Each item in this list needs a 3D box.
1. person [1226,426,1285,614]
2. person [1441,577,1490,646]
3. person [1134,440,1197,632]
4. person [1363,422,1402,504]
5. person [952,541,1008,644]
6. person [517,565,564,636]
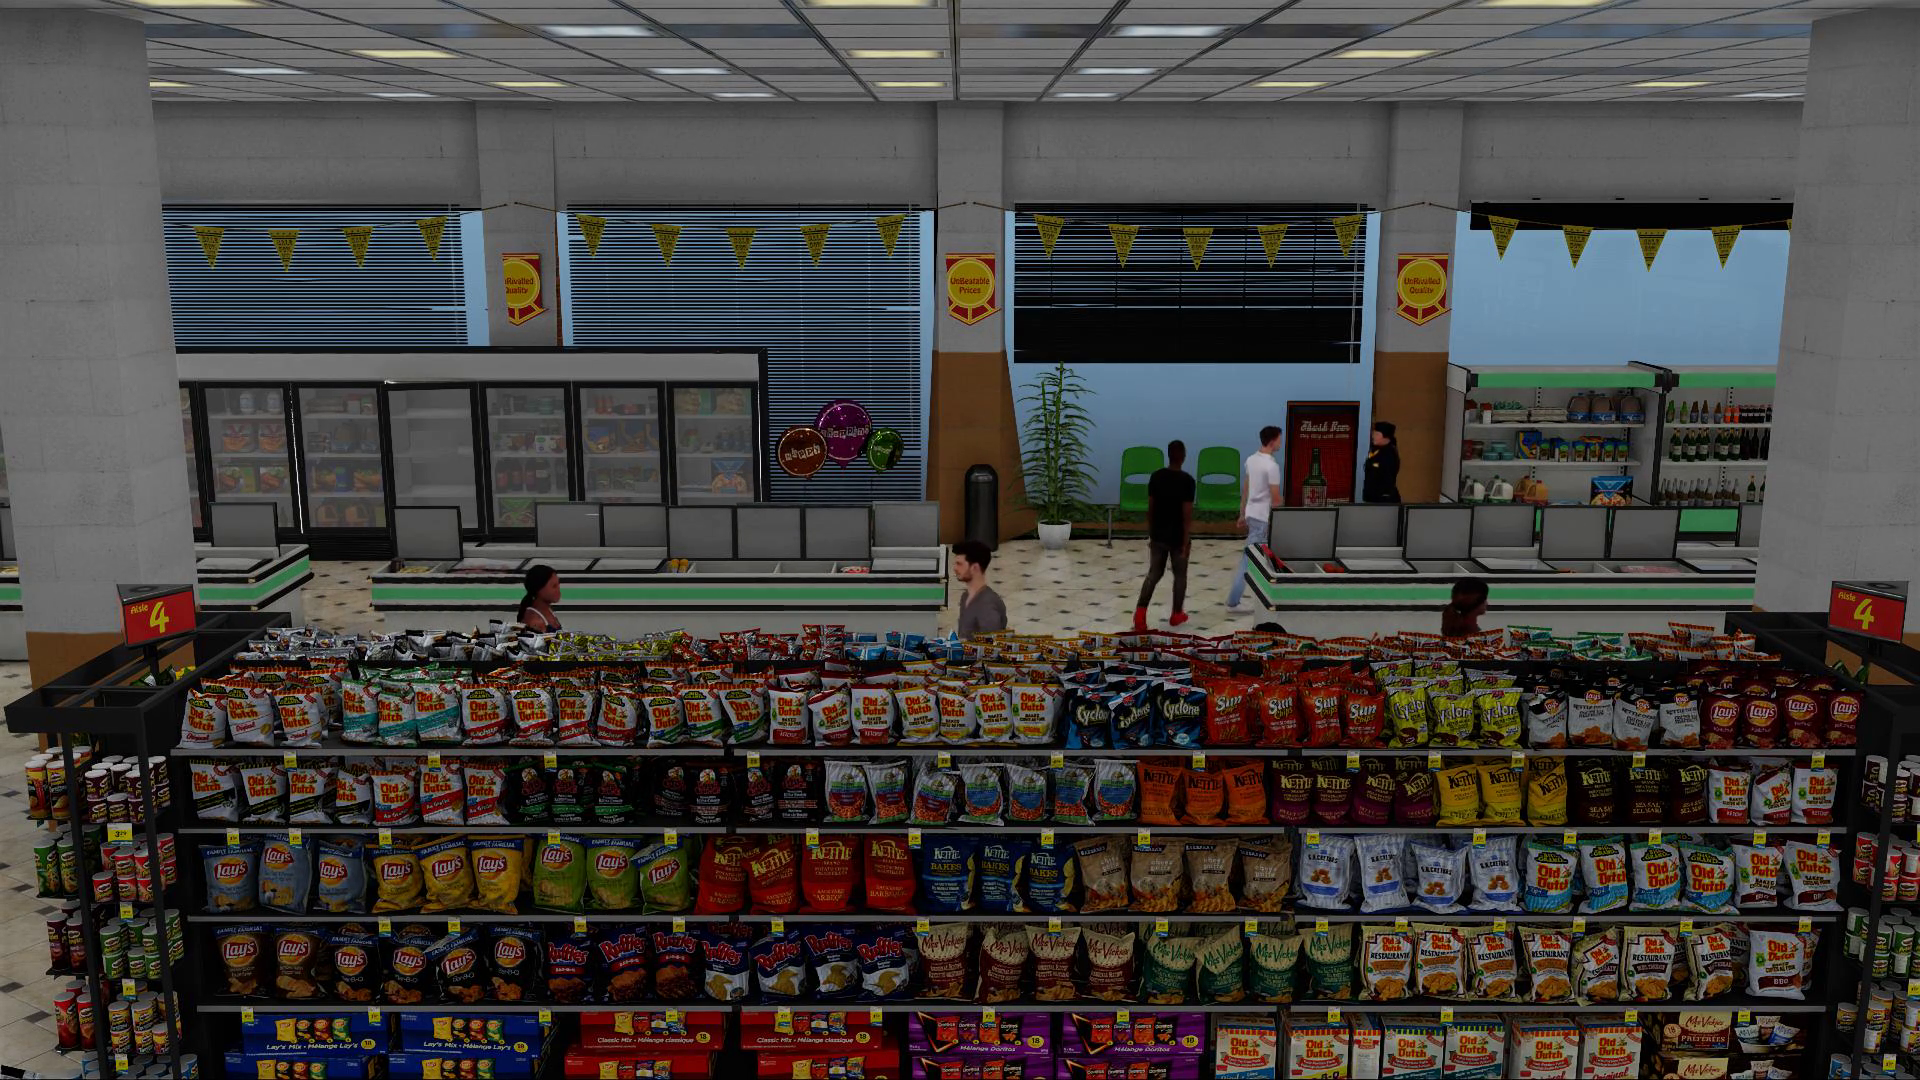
[{"bbox_3d":[2.788,-0.157,15.948,1.220,1.805,0.885,-4,12,-18],"label":"person"},{"bbox_3d":[3.021,1.079,10.309,0.683,1.710,0.634,-4,12,-17],"label":"person"},{"bbox_3d":[1.879,0.007,15.250,1.205,1.771,1.108,7,14,29],"label":"person"},{"bbox_3d":[4.496,-0.414,17.507,0.787,1.665,0.736,-1,12,-5],"label":"person"},{"bbox_3d":[0.241,0.952,10.569,1.285,1.852,0.847,-2,12,-8],"label":"person"},{"bbox_3d":[-2.762,1.020,10.571,1.042,1.717,0.678,2,12,7],"label":"person"}]
